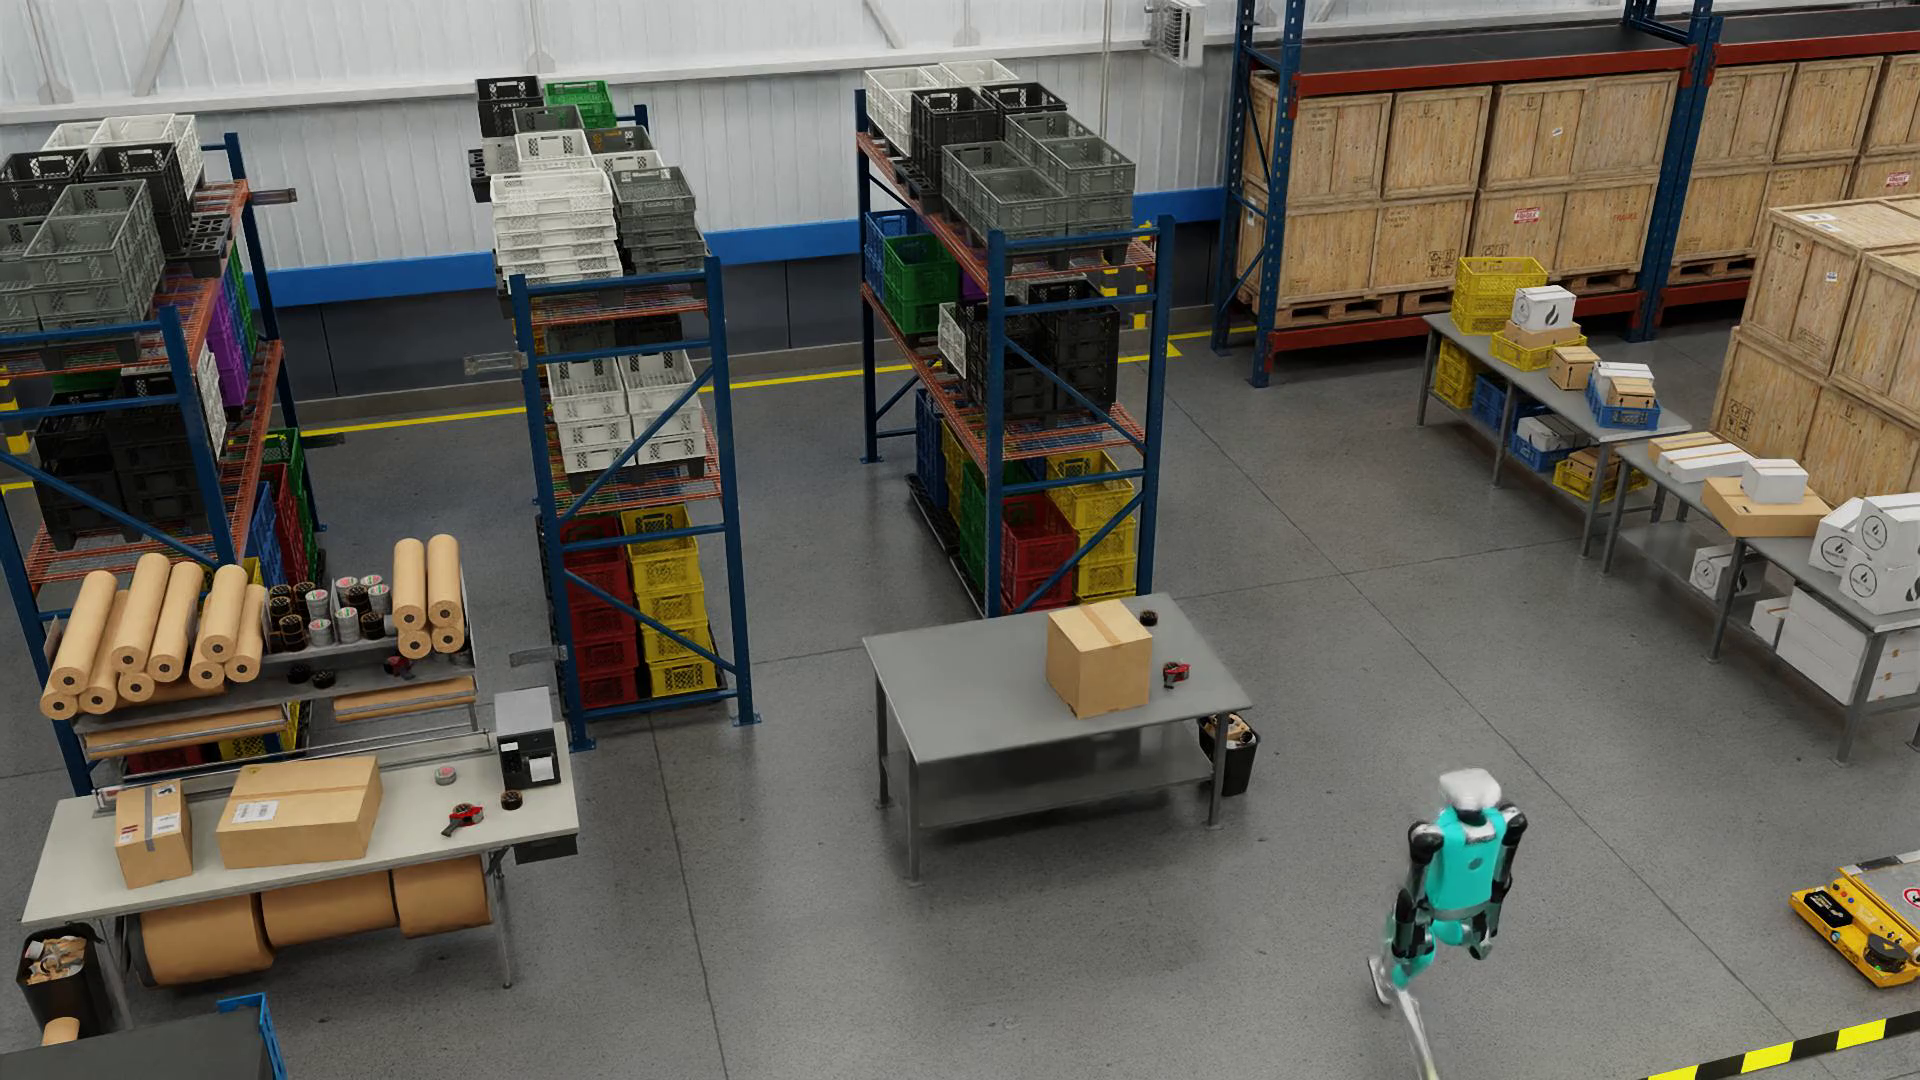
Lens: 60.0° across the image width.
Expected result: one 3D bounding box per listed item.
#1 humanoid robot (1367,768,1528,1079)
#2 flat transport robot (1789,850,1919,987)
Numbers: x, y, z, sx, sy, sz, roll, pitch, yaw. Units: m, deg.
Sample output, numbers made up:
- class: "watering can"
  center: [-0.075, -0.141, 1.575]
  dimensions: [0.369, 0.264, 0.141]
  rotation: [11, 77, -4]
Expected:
- class: "humanoid robot"
  center: [2.102, 1.661, 7.678]
  dimensions: [0.538, 1.788, 1.022]
  rotation: [-8, 30, -13]
- class: "flat transport robot"
  center: [5.163, 1.916, 8.676]
  dimensions: [1.431, 0.231, 0.659]
  rotation: [-8, 30, -14]
